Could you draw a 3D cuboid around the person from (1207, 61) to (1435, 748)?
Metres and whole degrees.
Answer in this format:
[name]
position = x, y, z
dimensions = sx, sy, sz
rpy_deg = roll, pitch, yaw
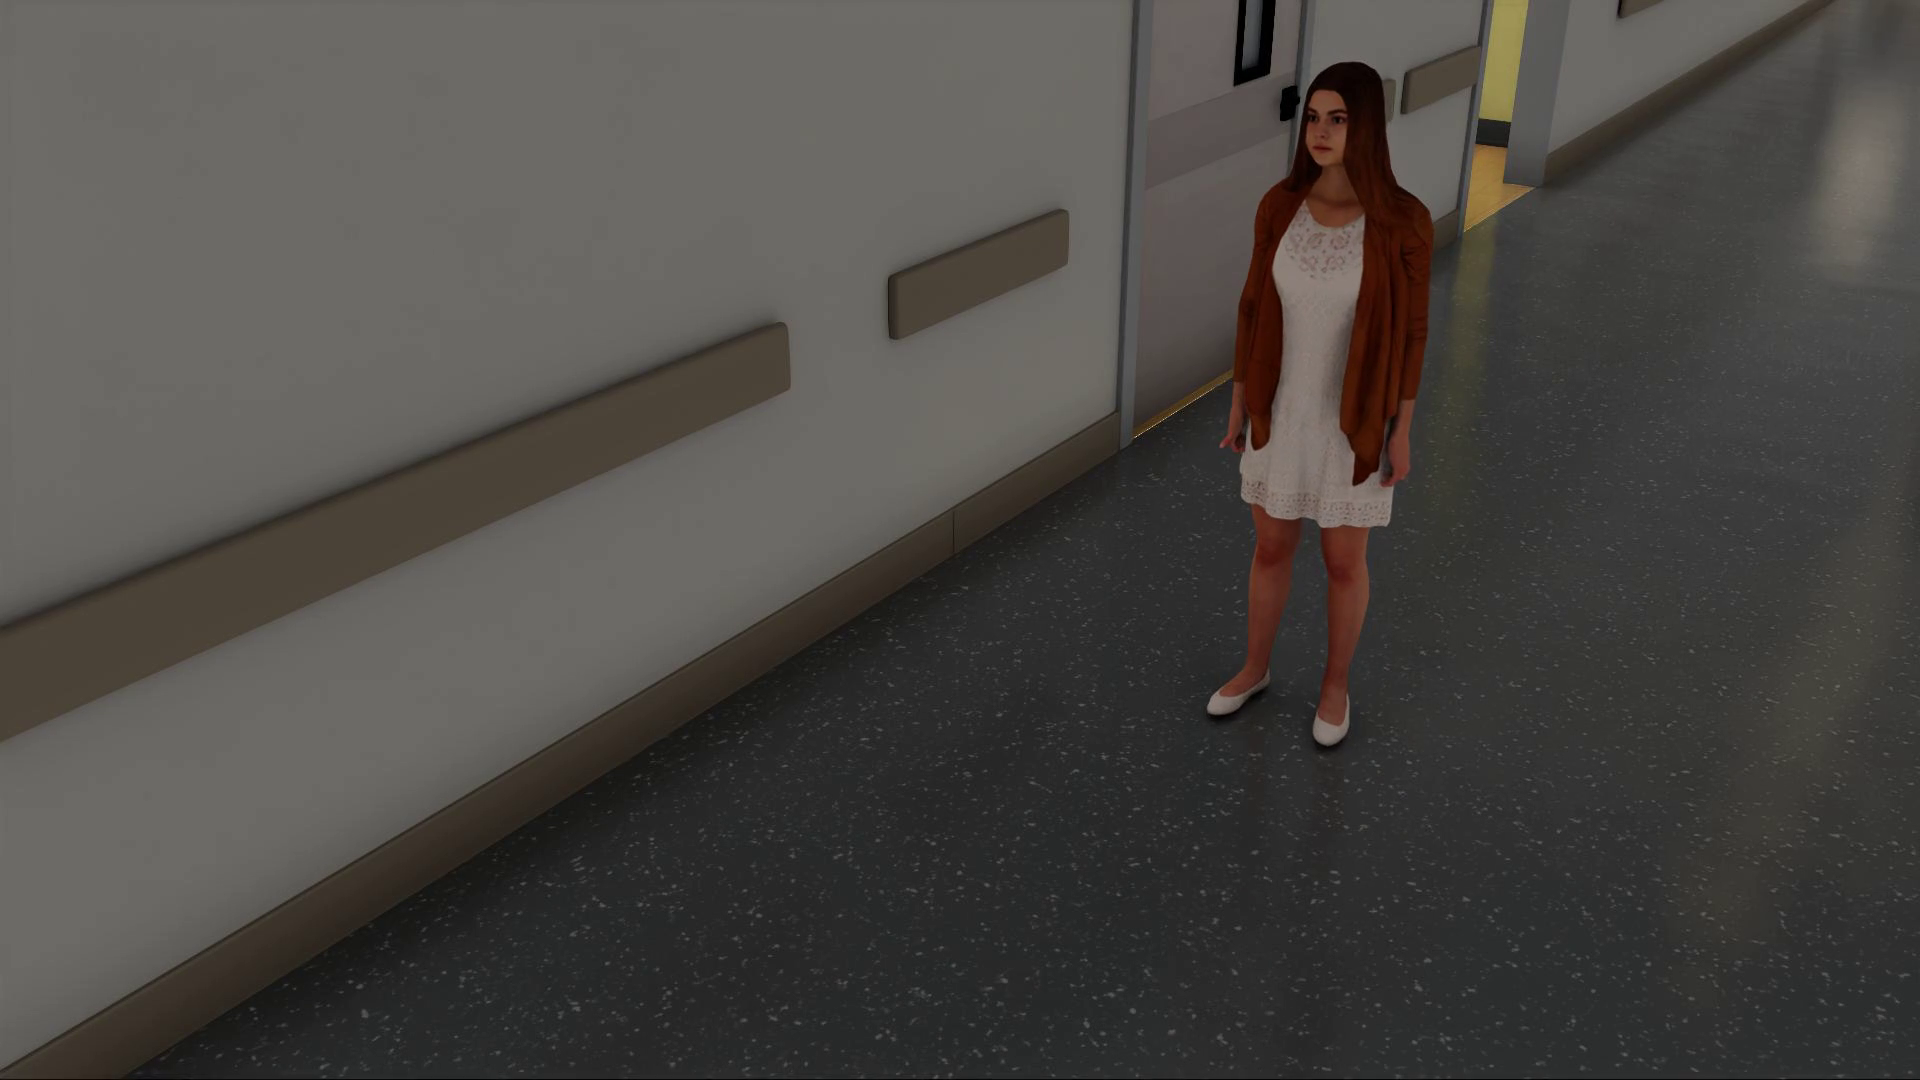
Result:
[person]
position = 0.896, -0.311, 4.101
dimensions = 0.523, 1.719, 0.701
rpy_deg = 14, 29, 27
